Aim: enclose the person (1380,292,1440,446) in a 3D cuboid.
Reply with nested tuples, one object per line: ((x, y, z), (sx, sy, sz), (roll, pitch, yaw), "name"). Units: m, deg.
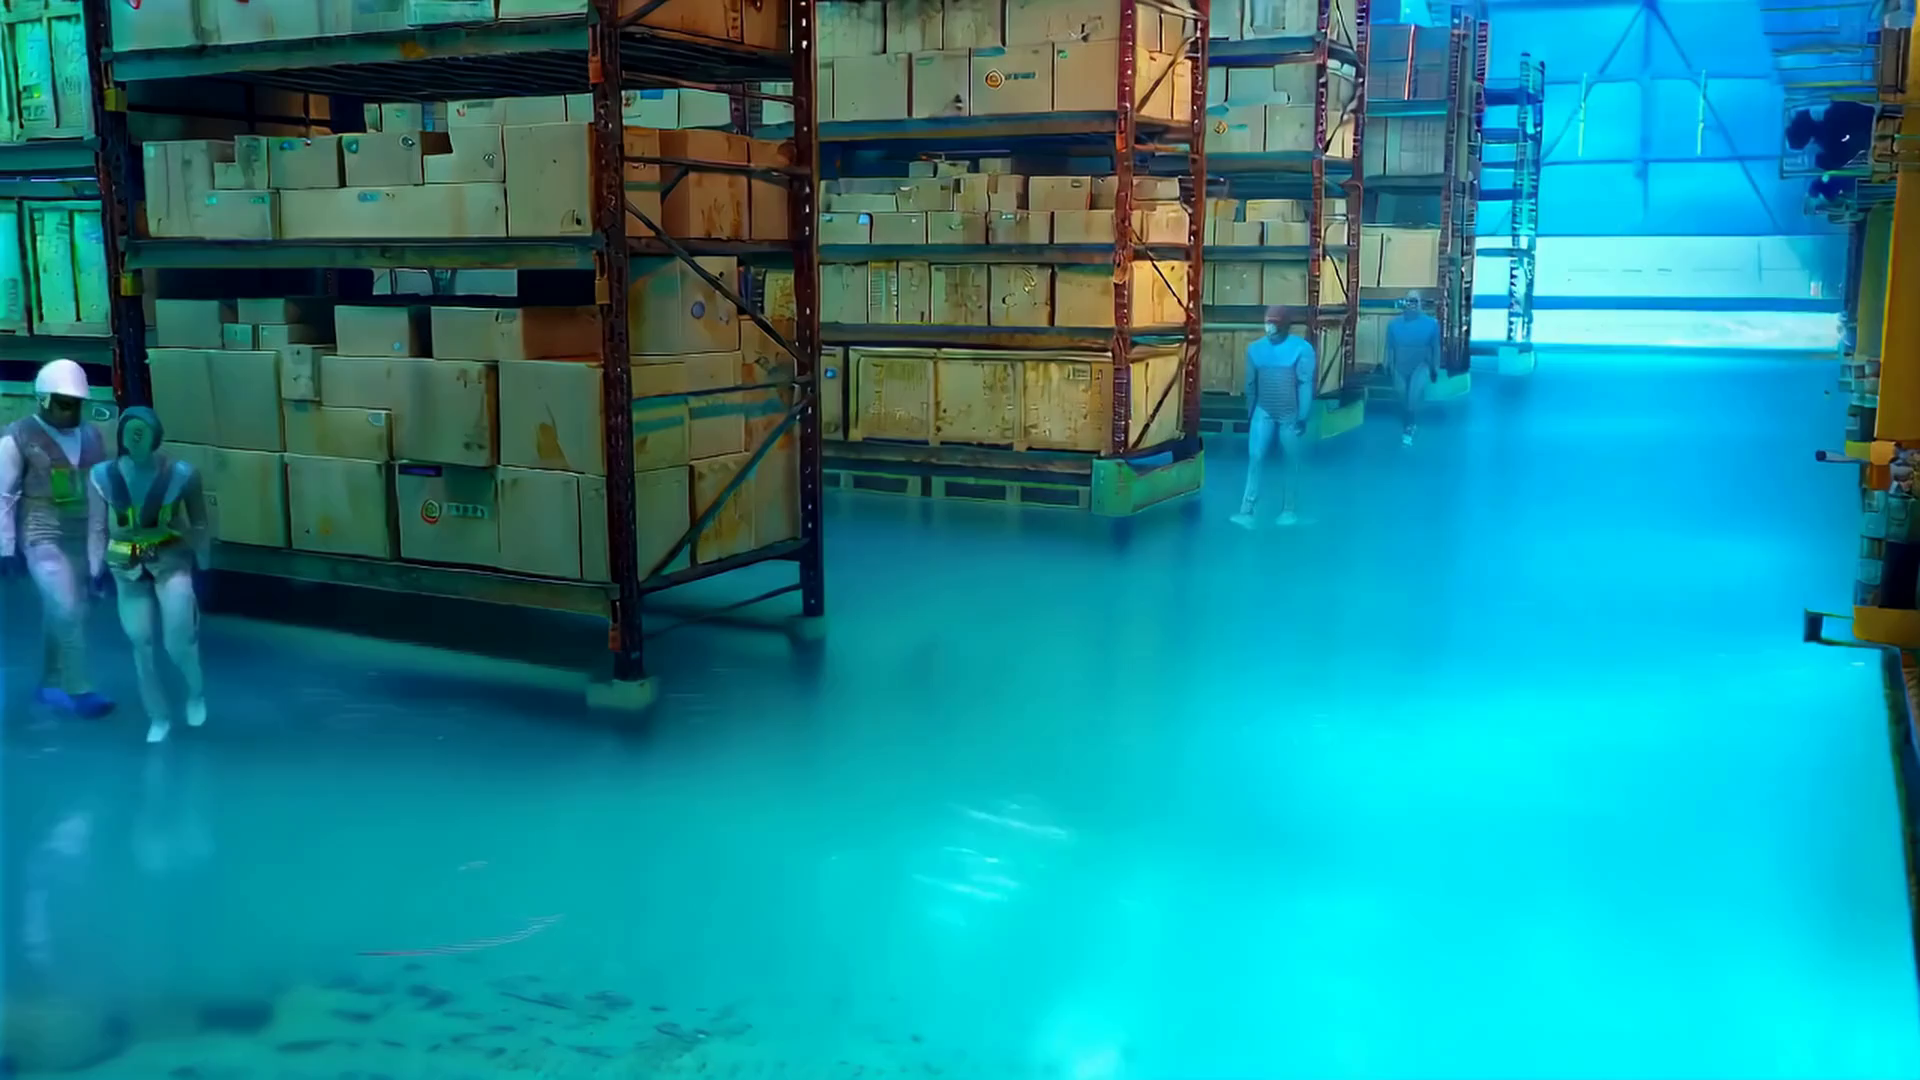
((5.499, -2.098, 20.370), (0.663, 1.859, 0.996), (5, 11, 28), "person")

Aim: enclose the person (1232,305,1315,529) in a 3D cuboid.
((2.656, -1.026, 14.038), (0.645, 1.886, 0.991), (6, 11, 31), "person")

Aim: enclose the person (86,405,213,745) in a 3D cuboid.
((-3.838, 0.167, 7.901), (0.528, 1.625, 0.356), (-2, 10, -11), "person")

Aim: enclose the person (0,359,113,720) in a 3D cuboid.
((-4.476, -0.007, 8.404), (0.747, 1.798, 0.593), (3, 10, 19), "person")
